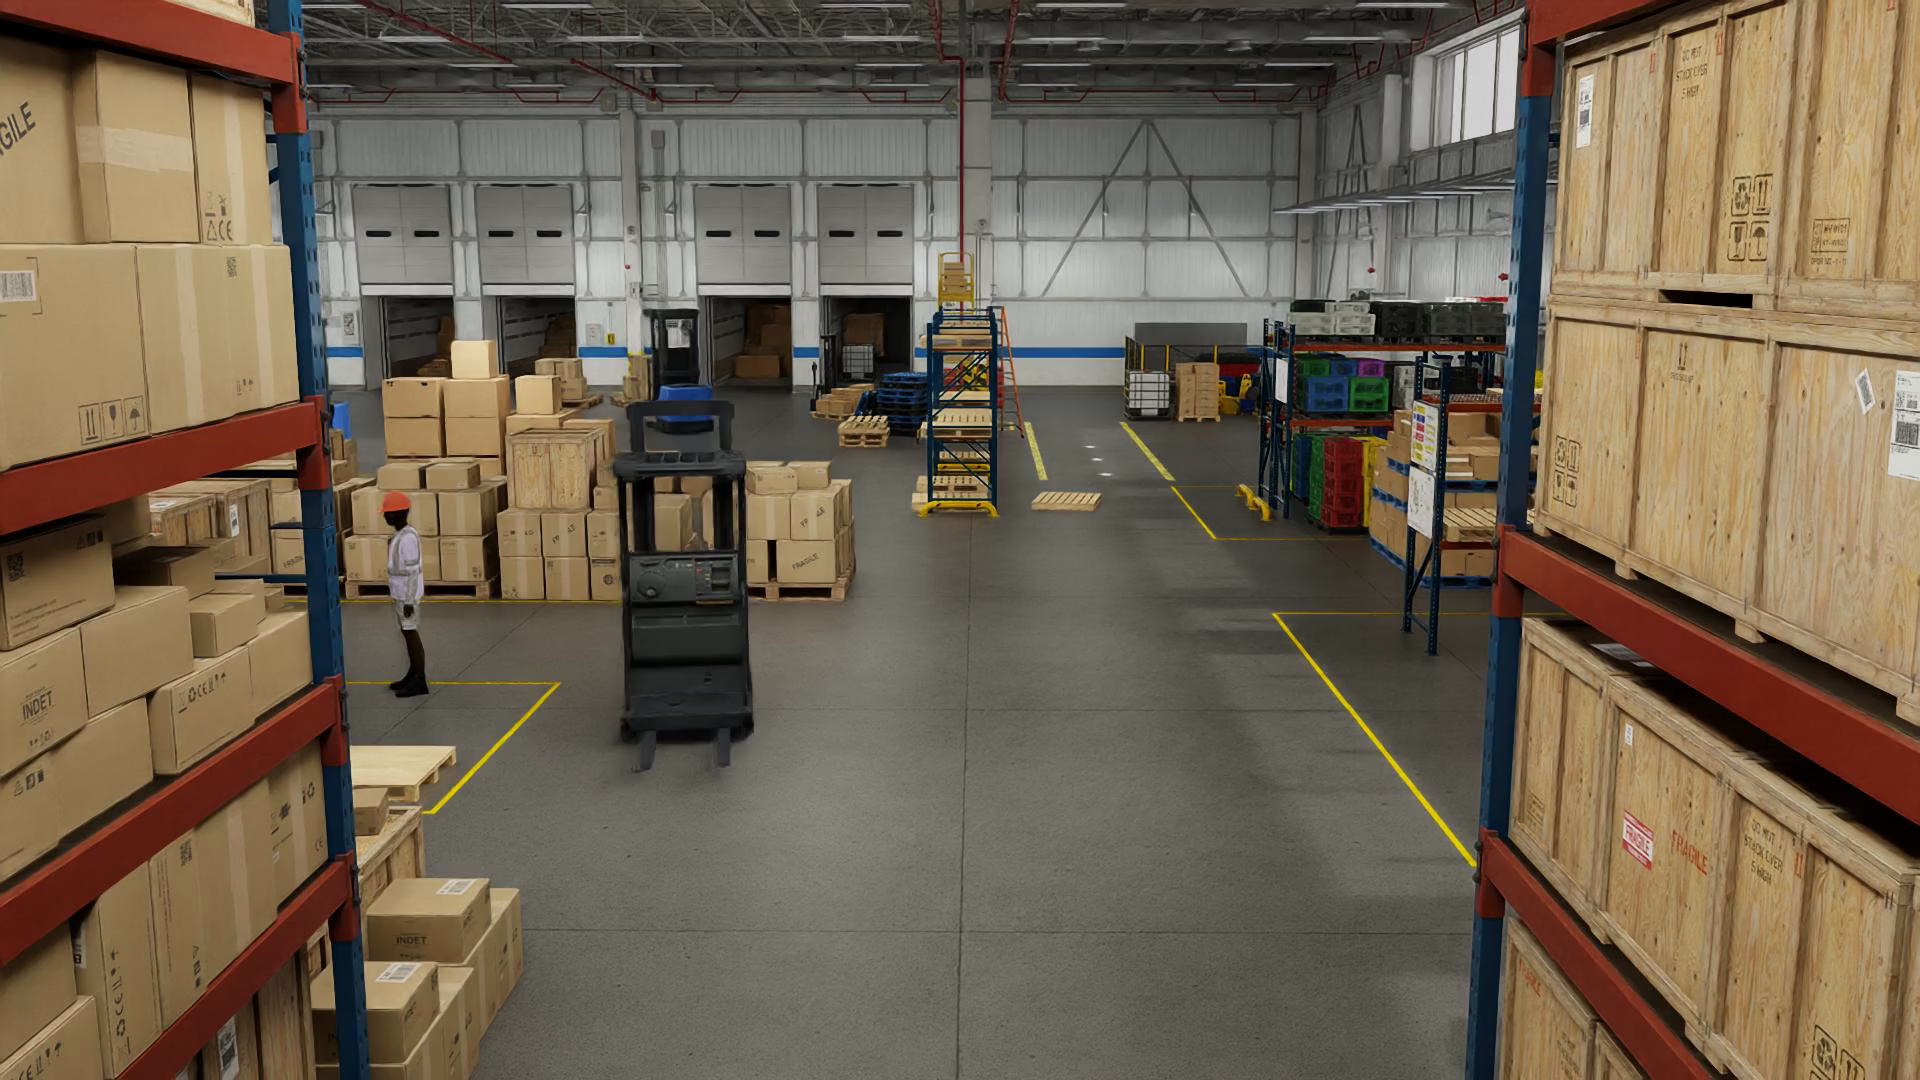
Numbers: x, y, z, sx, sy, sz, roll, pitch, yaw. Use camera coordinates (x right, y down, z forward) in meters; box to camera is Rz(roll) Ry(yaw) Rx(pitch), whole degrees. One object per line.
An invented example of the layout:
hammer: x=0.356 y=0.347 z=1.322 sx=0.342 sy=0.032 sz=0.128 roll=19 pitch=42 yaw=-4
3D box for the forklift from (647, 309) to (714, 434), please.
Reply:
forklift: x=-6.464 y=-3.921 z=38.322 sx=1.129 sy=2.768 sz=1.873 roll=-5 pitch=11 yaw=-25

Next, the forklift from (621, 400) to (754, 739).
forklift: x=-2.450 y=0.154 z=14.815 sx=1.129 sy=2.768 sz=1.873 roll=-1 pitch=10 yaw=-8

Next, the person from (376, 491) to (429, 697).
person: x=-5.215 y=0.499 z=15.549 sx=0.378 sy=1.932 sz=0.551 roll=-5 pitch=11 yaw=-25

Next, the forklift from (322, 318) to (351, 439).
forklift: x=-13.005 y=-3.008 z=33.057 sx=1.129 sy=2.768 sz=1.873 roll=0 pitch=10 yaw=1

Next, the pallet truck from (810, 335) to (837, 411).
pallet truck: x=-3.021 y=-4.312 z=43.126 sx=1.885 sy=1.965 sz=0.823 roll=3 pitch=10 yaw=17
